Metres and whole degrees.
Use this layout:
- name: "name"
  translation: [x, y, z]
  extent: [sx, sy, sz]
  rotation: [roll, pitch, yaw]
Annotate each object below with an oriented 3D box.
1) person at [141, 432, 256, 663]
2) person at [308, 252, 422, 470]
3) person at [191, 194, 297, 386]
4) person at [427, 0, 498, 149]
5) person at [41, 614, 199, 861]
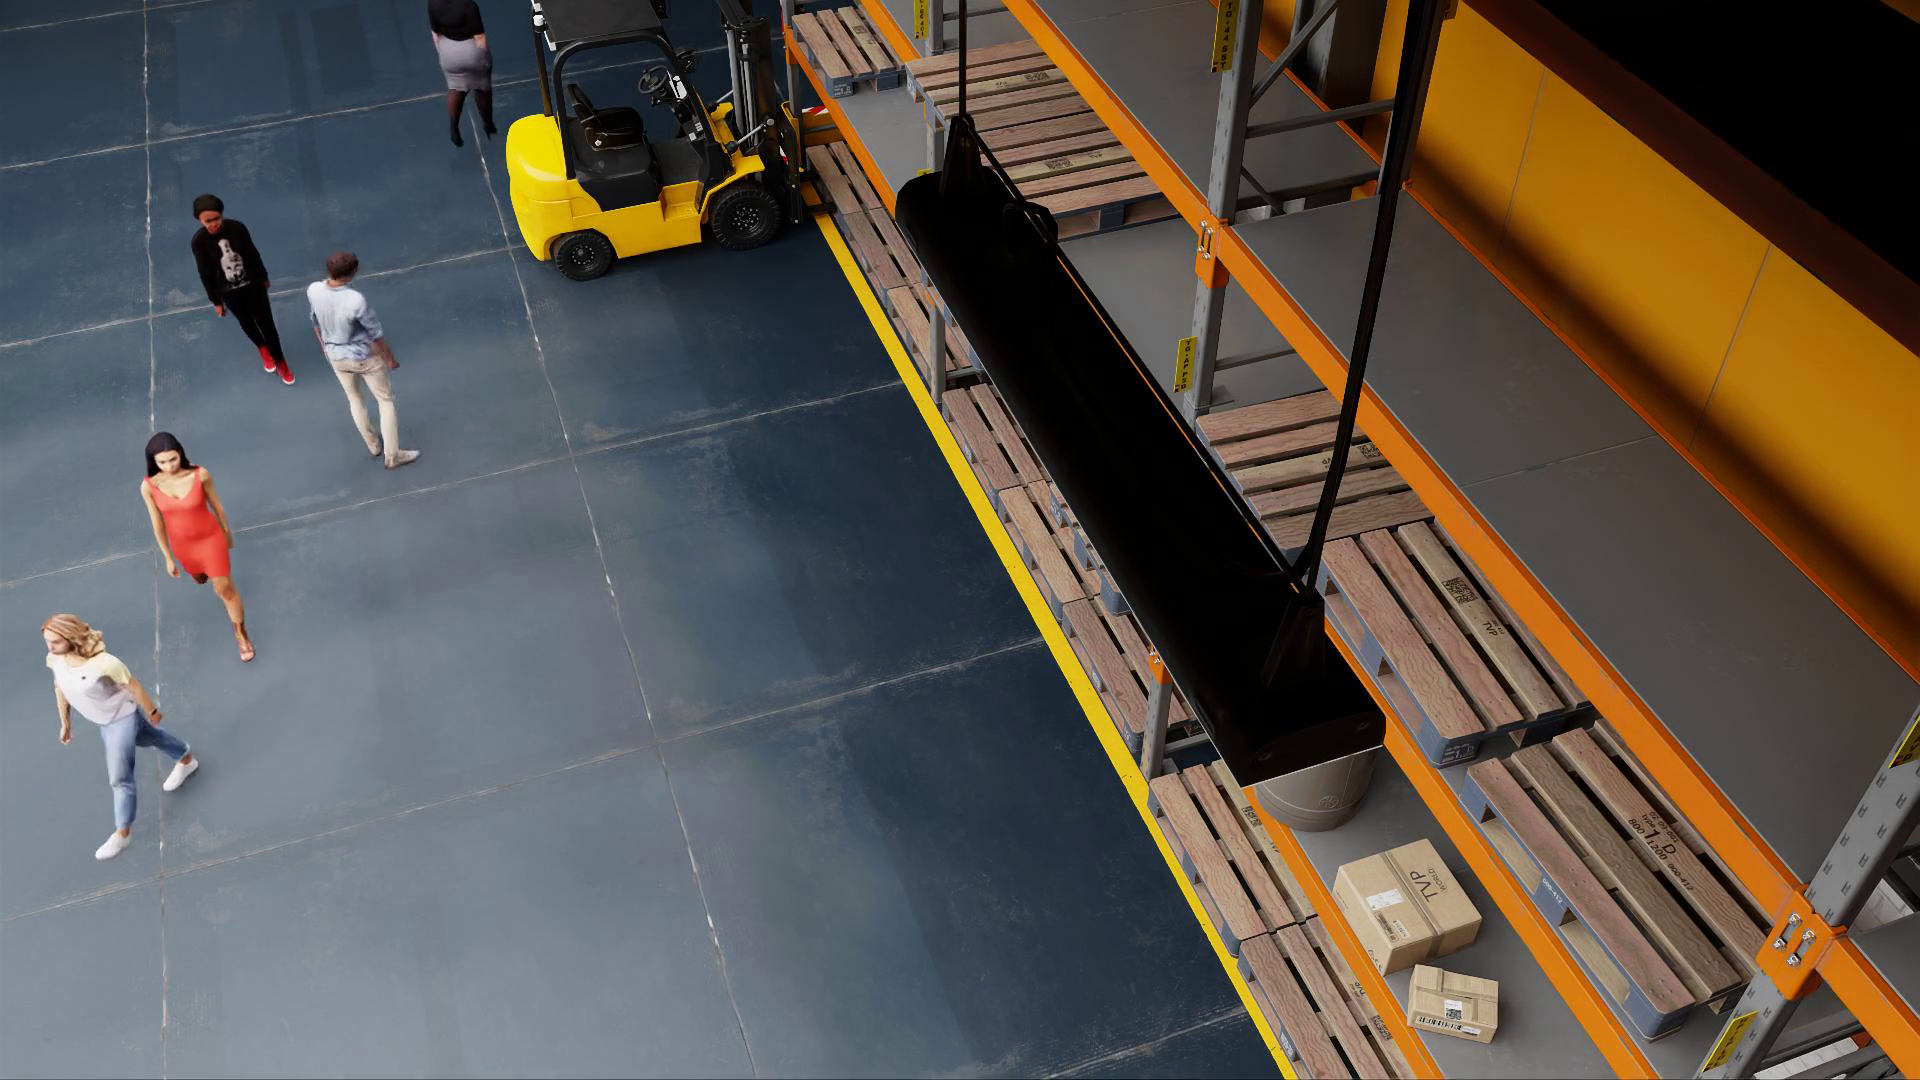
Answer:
- name: "person"
  translation: [-4.973, -0.032, 10.825]
  extent: [0.586, 1.691, 1.056]
  rotation: [-15, 46, -15]
- name: "person"
  translation: [-4.428, -1.338, 12.101]
  extent: [0.835, 1.823, 0.845]
  rotation: [-3, 44, -3]
- name: "person"
  translation: [-5.621, -2.013, 12.930]
  extent: [0.694, 1.656, 0.808]
  rotation: [-21, 47, -21]
- name: "person"
  translation: [-4.613, -4.414, 15.387]
  extent: [0.916, 1.743, 1.055]
  rotation: [7, 44, 7]
- name: "person"
  translation: [-4.911, 0.965, 9.790]
  extent: [1.085, 1.674, 1.194]
  rotation: [15, 46, 15]
